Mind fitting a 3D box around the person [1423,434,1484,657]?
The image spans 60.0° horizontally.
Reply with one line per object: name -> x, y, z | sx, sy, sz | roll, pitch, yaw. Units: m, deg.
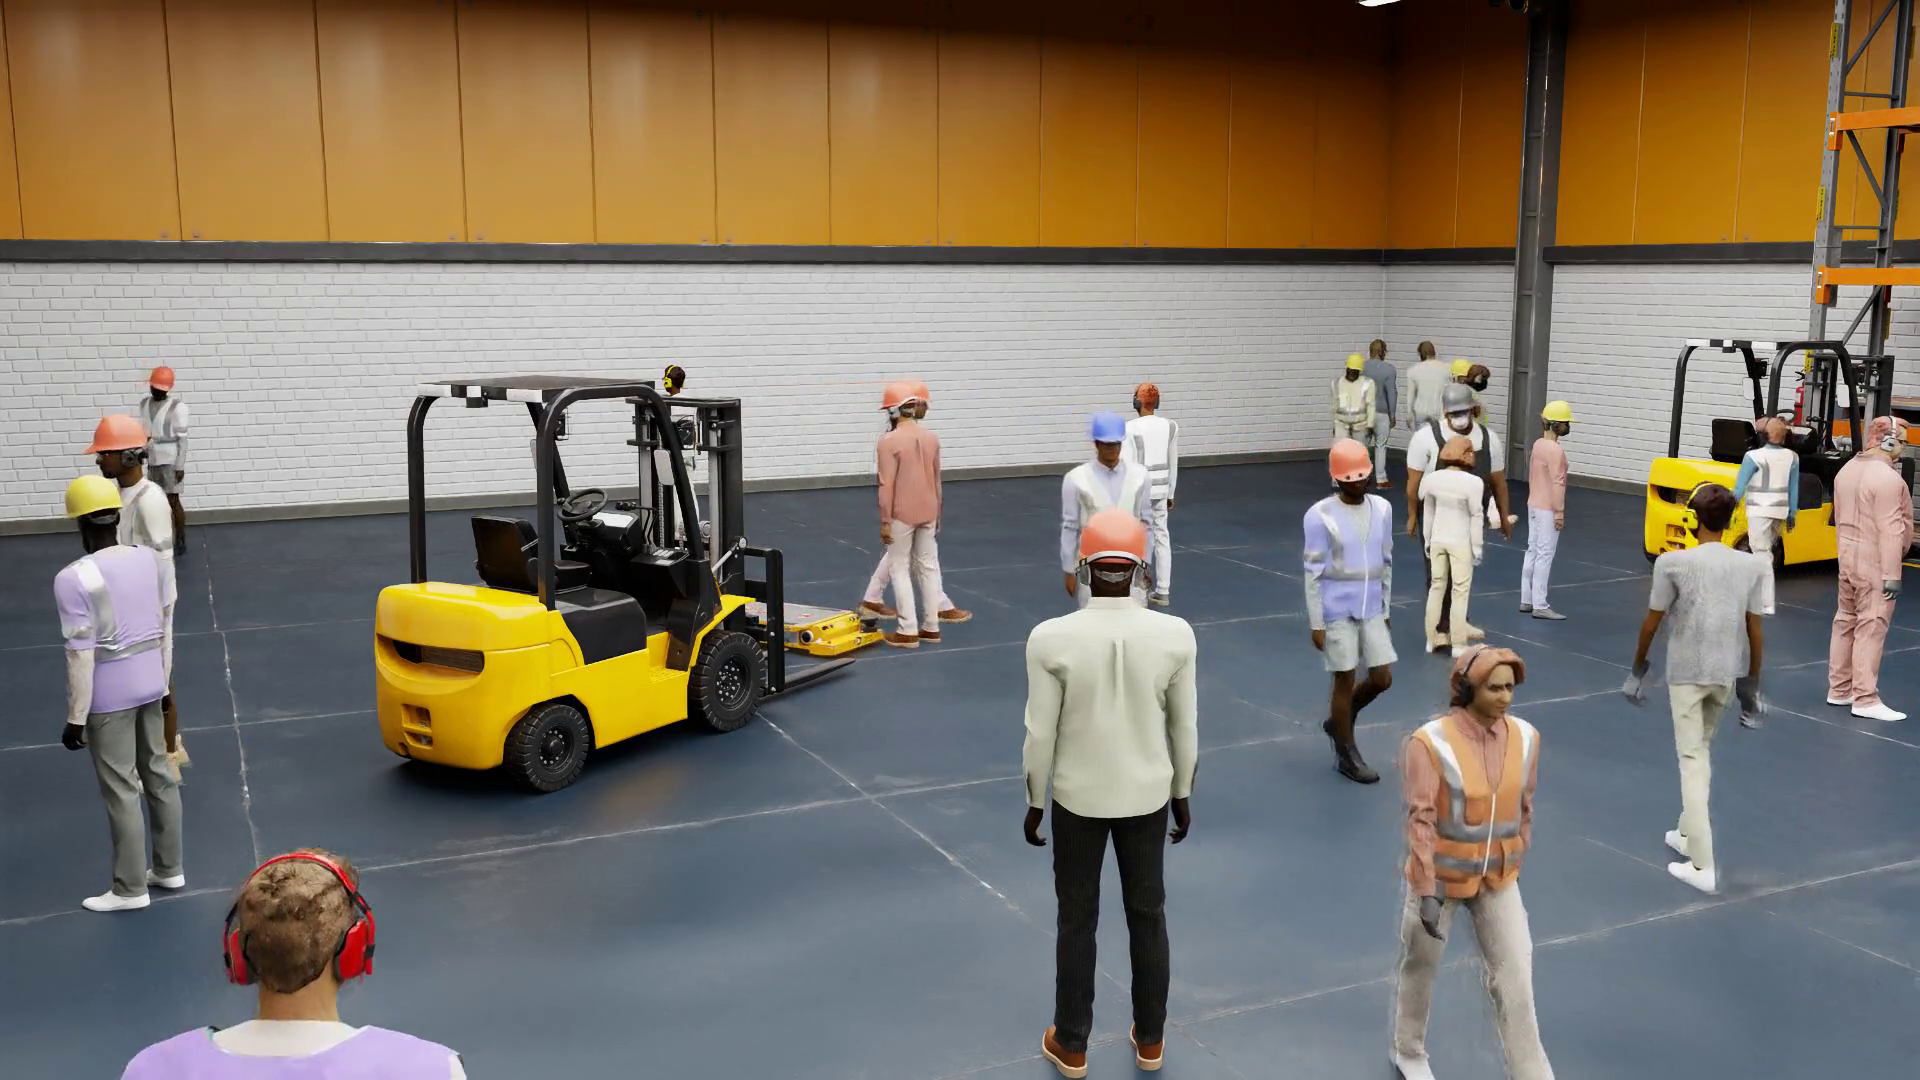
person -> 3.596, 0.041, 12.114 | 0.308, 1.626, 0.502 | -7, 11, -37

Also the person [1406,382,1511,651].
person -> 3.744, -0.201, 12.334 | 0.756, 2.000, 0.921 | -1, 9, -9

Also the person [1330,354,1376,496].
person -> 4.967, -1.474, 21.052 | 0.579, 1.786, 0.846 | 3, 10, 17

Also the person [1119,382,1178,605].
person -> 1.554, -0.370, 13.871 | 0.575, 1.881, 0.356 | -5, 10, -28

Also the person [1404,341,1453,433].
person -> 6.092, -1.629, 21.608 | 0.657, 1.905, 0.444 | 1, 9, 8

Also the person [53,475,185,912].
person -> -3.698, 0.673, 7.285 | 0.391, 1.919, 0.589 | 3, 10, 16

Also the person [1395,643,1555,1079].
person -> 1.682, 1.140, 5.389 | 0.529, 1.598, 0.842 | -3, 9, -15

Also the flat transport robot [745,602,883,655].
flat transport robot -> -1.357, 0.642, 12.573 | 1.431, 0.197, 0.652 | 5, 11, 30

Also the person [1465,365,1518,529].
person -> 5.625, -1.020, 18.194 | 0.923, 1.781, 0.617 | 2, 9, 12

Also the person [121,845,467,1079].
person -> -1.099, 1.436, 2.840 | 0.586, 1.827, 0.443 | 0, 9, 2

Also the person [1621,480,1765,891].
person -> 3.381, 0.643, 7.738 | 0.517, 1.839, 0.802 | -1, 9, -6

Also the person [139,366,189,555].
person -> -7.886, -0.783, 16.428 | 0.706, 1.886, 0.487 | 4, 10, 21

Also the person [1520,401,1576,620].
person -> 4.771, -0.244, 13.453 | 0.326, 1.767, 0.533 | 0, 9, -1

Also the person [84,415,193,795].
person -> -4.395, 0.349, 8.975 | 0.454, 2.039, 0.647 | -8, 12, -41

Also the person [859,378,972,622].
person -> -0.389, -0.312, 13.257 | 0.901, 1.959, 0.617 | -1, 9, -5

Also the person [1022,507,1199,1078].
person -> 0.518, 0.878, 5.781 | 0.622, 1.994, 0.381 | -1, 9, -9

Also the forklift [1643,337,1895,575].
forklift -> 7.551, -0.789, 15.507 | 2.313, 2.155, 1.214 | -4, 10, -25

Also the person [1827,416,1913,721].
person -> 5.757, 0.168, 10.476 | 0.408, 1.903, 0.638 | 0, 9, 2

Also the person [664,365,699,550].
person -> -2.832, -0.813, 16.651 | 0.333, 1.873, 0.520 | 6, 11, 32

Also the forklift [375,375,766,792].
forklift -> -2.268, 0.149, 9.685 | 1.214, 2.155, 2.313 | 6, 11, 32

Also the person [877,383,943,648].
person -> -0.396, -0.190, 12.502 | 0.643, 1.971, 0.463 | -9, 13, -43

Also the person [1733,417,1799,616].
person -> 6.562, -0.207, 13.693 | 0.524, 1.624, 0.595 | -3, 10, -19

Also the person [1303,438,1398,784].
person -> 2.125, 0.386, 9.087 | 0.571, 1.909, 0.448 | -4, 10, -21

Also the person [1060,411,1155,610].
person -> 0.930, 0.148, 10.475 | 0.639, 1.934, 0.452 | -2, 9, -15

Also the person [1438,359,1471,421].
person -> 5.730, -1.170, 19.073 | 0.500, 1.804, 0.570 | 2, 9, 14

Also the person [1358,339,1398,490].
person -> 5.342, -1.615, 21.441 | 0.627, 1.934, 0.370 | 8, 12, 42
